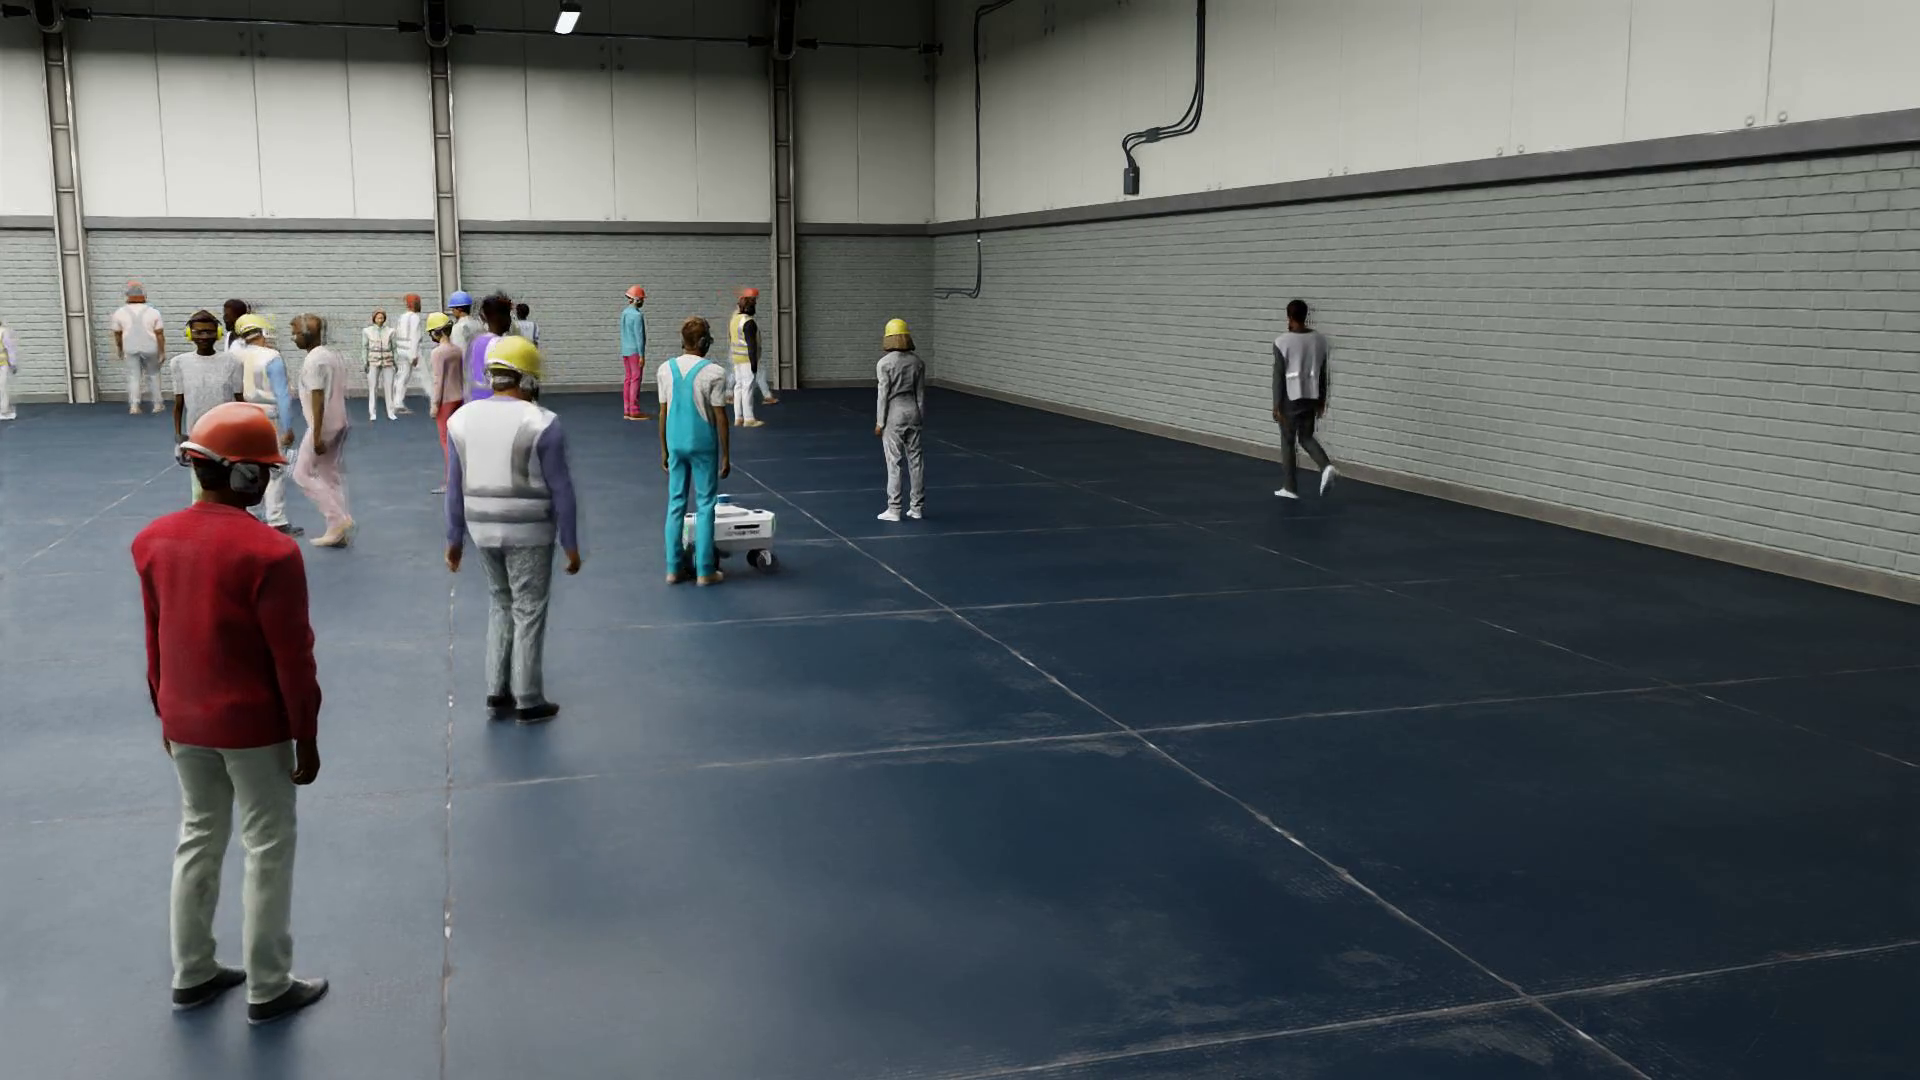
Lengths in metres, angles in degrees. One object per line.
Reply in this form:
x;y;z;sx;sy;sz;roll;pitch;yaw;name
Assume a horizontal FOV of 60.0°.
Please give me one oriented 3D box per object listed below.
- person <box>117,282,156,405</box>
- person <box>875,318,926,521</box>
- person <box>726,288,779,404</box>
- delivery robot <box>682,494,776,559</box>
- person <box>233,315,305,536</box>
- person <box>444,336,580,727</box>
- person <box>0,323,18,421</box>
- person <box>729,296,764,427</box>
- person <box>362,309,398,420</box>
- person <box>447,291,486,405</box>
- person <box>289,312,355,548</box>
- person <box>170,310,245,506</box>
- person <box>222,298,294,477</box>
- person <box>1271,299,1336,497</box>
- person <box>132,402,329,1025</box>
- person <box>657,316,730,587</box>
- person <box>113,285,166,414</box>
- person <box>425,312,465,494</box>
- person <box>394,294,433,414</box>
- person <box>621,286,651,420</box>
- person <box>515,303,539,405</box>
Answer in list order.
-13.592;-3.244;27.525;0.605;2.036;0.393;-6;11;-35;person
-0.523;-1.036;14.372;0.484;1.742;0.301;-7;11;-36;person
-3.536;-3.232;27.740;1.024;1.947;0.623;5;10;31;person
-1.669;-0.079;11.736;0.707;0.478;0.477;-4;10;-24;delivery robot
-5.640;-0.913;13.454;0.676;1.790;0.405;5;10;30;person
-2.066;-0.034;7.725;0.612;1.823;0.403;3;9;19;person
-14.175;-2.557;24.546;0.574;1.603;0.539;3;10;21;person
-3.017;-2.525;23.556;0.429;1.839;0.634;-5;10;-31;person
-8.568;-2.587;24.597;0.512;1.637;0.306;-5;10;-29;person
-5.599;-1.848;18.897;0.408;1.942;0.616;2;9;10;person
-4.932;-0.834;12.806;0.400;1.824;0.536;0;9;-2;person
-5.395;-0.723;11.992;0.504;1.864;0.332;-3;9;-19;person
-7.134;-1.483;16.739;0.722;1.898;0.597;-7;11;-39;person
3.238;-1.318;15.685;0.603;1.895;0.637;-4;10;-22;person
-2.022;0.484;4.682;0.576;1.737;0.354;3;10;21;person
-1.795;-0.593;11.265;0.519;1.835;0.350;3;9;17;person
-12.697;-2.976;25.794;0.717;2.000;0.619;-3;9;-17;person
-5.000;-1.325;16.163;0.325;1.760;0.523;1;9;9;person
-8.396;-2.881;25.817;0.945;1.833;0.589;-7;12;-39;person
-4.815;-2.776;24.712;0.406;1.987;0.608;-6;11;-34;person
-6.946;-2.920;26.530;0.319;1.697;0.533;7;11;38;person
